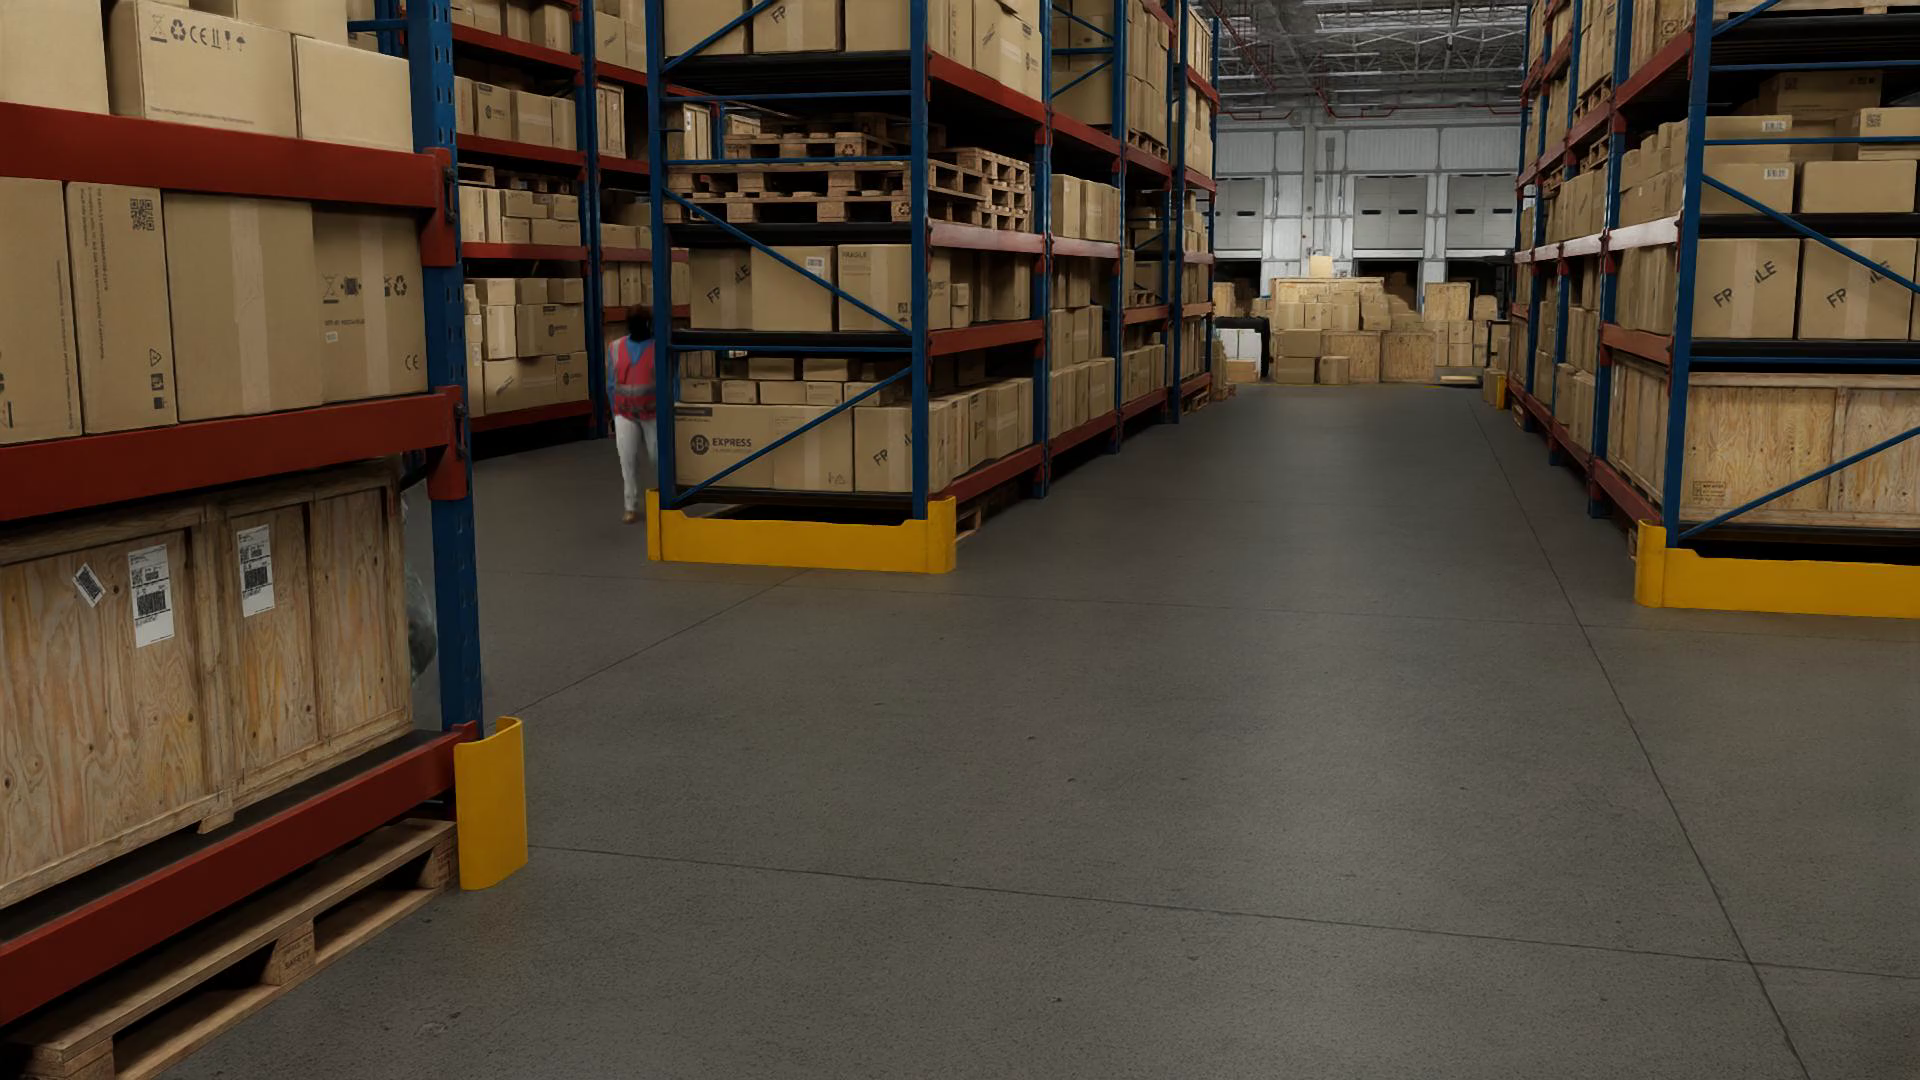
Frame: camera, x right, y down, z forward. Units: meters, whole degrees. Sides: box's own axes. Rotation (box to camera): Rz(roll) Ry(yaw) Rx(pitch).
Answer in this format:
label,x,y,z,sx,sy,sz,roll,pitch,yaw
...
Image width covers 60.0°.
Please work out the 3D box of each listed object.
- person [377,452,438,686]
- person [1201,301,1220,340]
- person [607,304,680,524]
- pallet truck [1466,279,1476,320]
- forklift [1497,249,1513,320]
label,x,y,z,sx,sy,sz,roll,pitch,yaw
person,-2.318,0.117,6.666,0.350,1.731,0.490,2,9,12
person,4.511,-3.508,30.001,0.614,1.617,0.554,3,9,18
person,-2.639,-1.074,13.975,0.632,1.819,0.804,1,9,7
pallet truck,18.896,-8.459,60.307,1.885,1.965,0.823,5,10,31
forklift,15.721,-6.740,46.596,1.129,2.768,1.873,1,9,8
